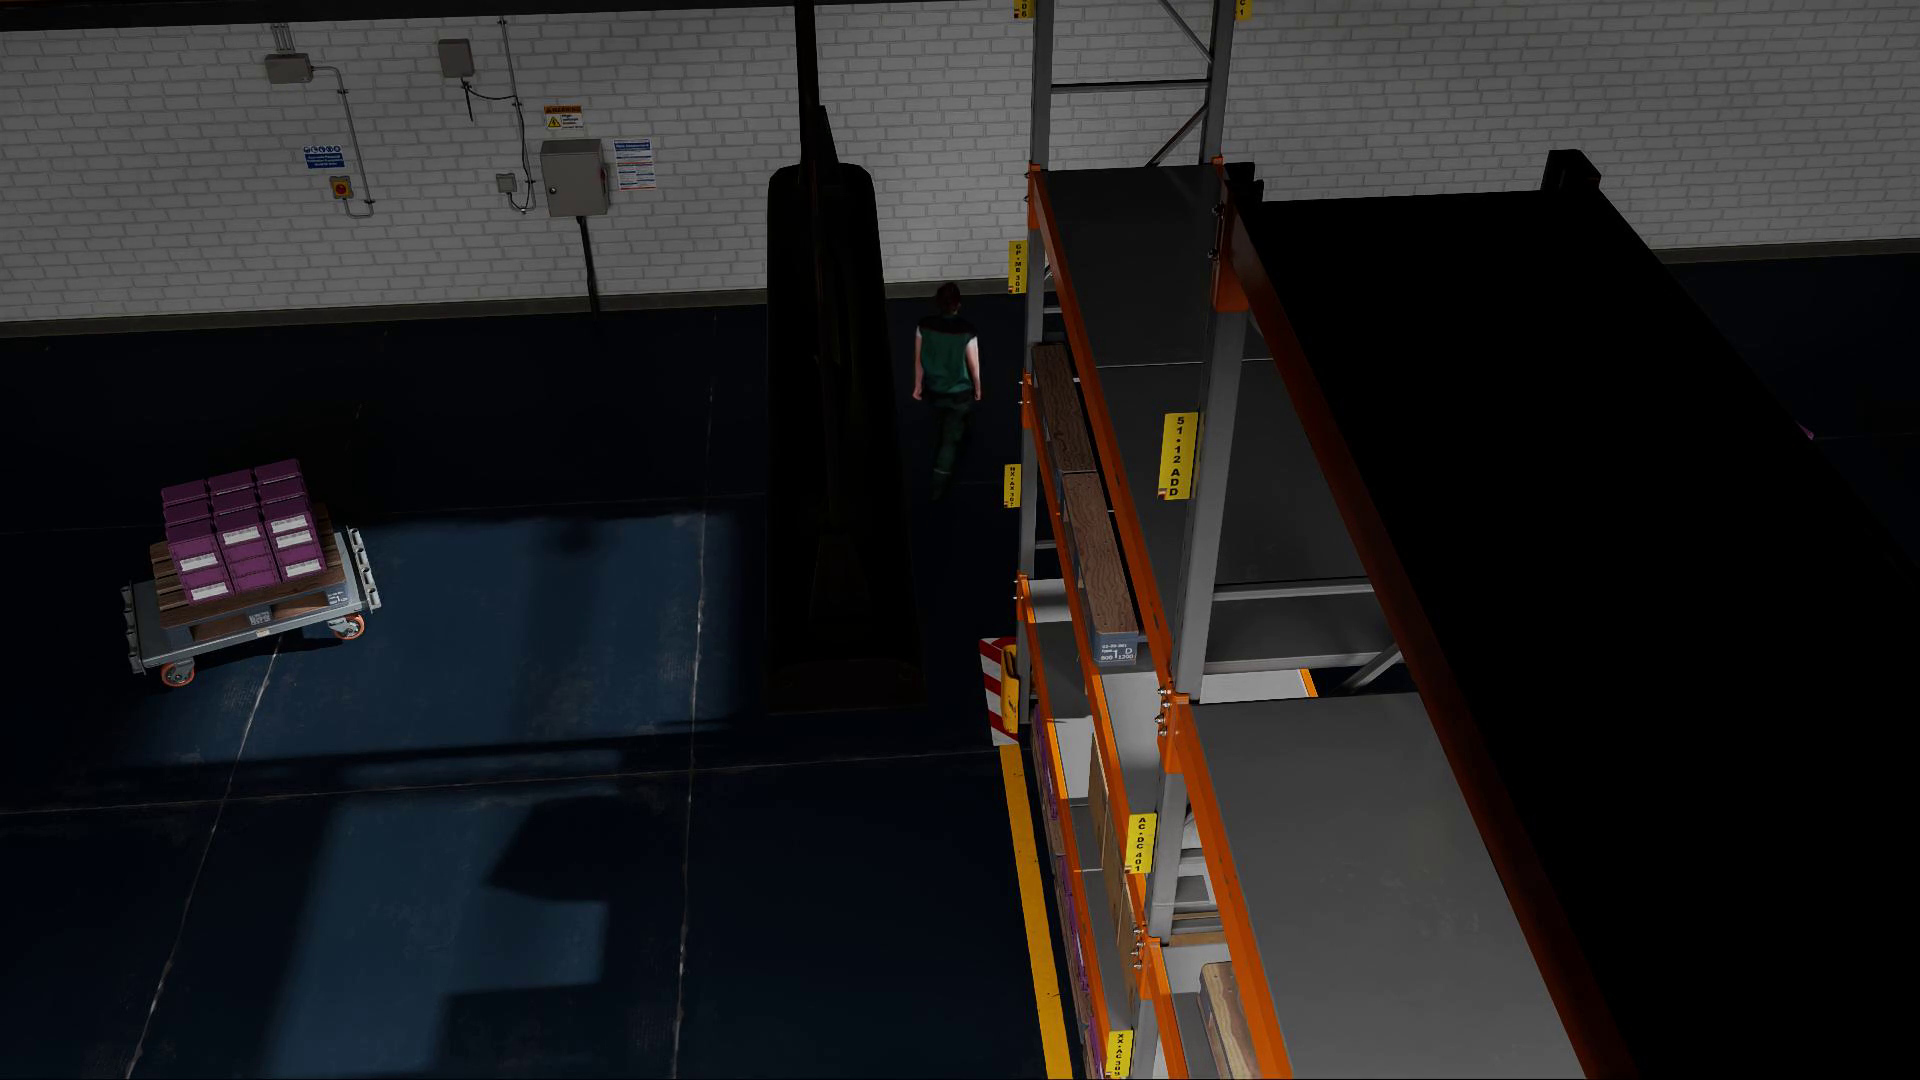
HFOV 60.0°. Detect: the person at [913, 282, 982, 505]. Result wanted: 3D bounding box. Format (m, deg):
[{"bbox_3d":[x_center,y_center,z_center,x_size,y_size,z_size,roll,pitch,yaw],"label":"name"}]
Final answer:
[{"bbox_3d":[-0.108,-1.110,12.802,0.996,1.795,1.251,14,41,16],"label":"person"}]
